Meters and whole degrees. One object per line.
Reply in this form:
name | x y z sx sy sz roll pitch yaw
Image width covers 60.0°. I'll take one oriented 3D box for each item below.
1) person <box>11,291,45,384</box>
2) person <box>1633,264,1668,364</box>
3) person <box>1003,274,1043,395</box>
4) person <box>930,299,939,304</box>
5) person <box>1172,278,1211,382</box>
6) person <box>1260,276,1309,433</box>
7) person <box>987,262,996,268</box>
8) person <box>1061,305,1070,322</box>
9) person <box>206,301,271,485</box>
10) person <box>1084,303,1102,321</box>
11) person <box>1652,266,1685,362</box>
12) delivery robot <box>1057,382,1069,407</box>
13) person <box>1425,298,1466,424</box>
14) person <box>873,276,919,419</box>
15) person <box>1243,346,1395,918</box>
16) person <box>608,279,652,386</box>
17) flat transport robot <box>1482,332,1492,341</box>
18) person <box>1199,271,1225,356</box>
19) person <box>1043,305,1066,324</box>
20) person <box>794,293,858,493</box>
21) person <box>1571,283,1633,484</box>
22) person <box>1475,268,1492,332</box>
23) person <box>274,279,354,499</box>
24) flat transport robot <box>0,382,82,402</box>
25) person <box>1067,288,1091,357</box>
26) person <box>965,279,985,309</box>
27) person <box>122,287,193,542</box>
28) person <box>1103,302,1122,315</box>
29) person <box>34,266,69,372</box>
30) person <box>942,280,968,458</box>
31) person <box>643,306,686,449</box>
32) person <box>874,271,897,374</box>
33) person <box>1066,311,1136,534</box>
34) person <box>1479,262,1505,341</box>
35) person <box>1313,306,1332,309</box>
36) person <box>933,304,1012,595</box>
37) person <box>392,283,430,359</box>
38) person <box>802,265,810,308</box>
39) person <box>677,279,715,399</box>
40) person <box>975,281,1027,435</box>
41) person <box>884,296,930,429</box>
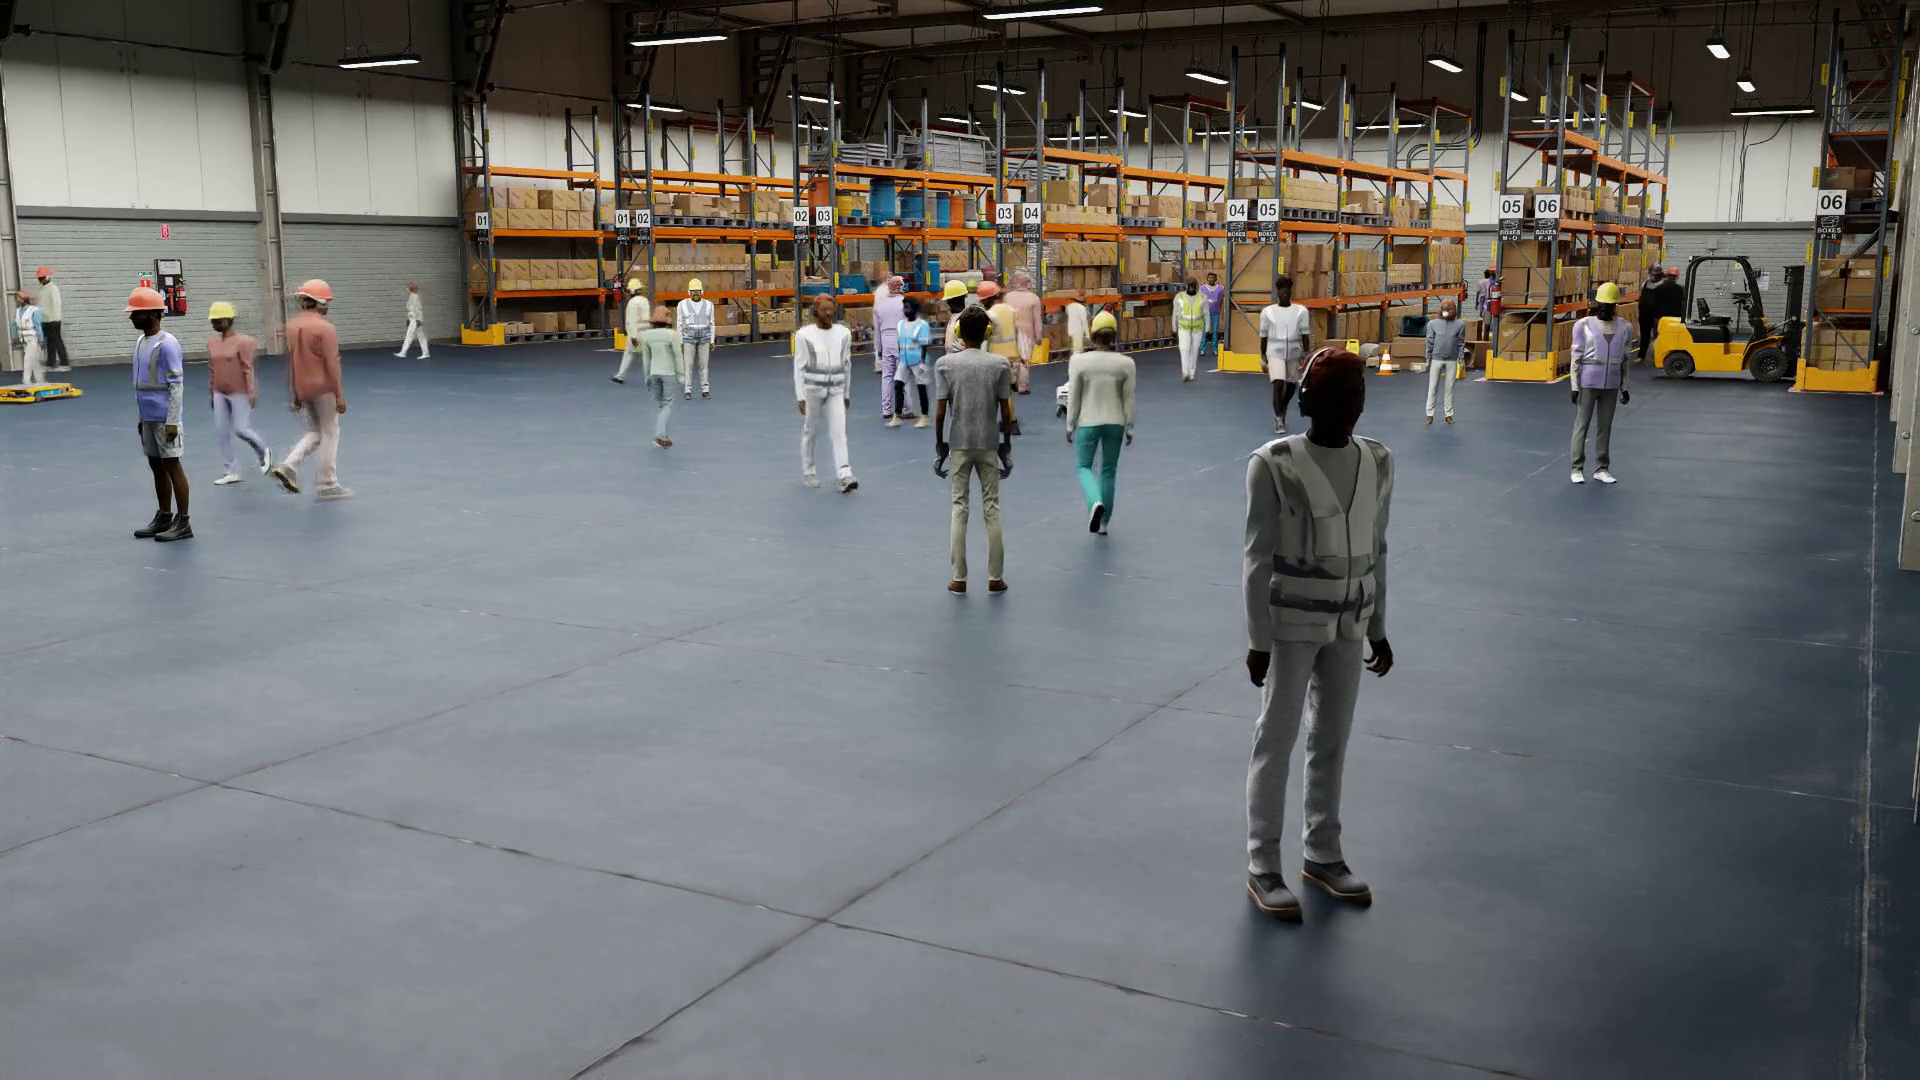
person | -14.985 -3.162 26.608 0.541 1.608 0.754 4 11 25
person | 13.987 -4.567 33.576 0.536 2.000 0.678 -8 13 -40
person | 1.005 -3.230 26.181 0.670 1.888 0.463 5 11 28
person | -0.725 -7.842 53.355 0.697 1.839 0.557 -6 12 -33
person | 4.019 -3.635 28.849 0.651 1.790 0.947 0 10 2
person | 4.025 -2.319 20.714 0.607 1.940 0.860 0 10 -1
person | 1.047 -7.835 52.898 0.663 1.963 1.081 -7 12 -35
person | 2.717 -5.813 41.173 0.354 1.937 0.637 -8 13 -40
person | -6.956 -1.415 15.962 0.535 1.746 0.533 3 10 18
person | 3.633 -6.460 45.109 0.629 1.901 1.000 4 11 24
person | 14.154 -4.477 33.226 0.578 1.975 0.624 -9 14 -44
delivery robot | 1.579 -2.002 22.630 0.477 0.478 0.707 4 10 22
person | 6.296 -2.318 21.597 0.501 1.633 0.289 2 10 9
person | -0.832 -2.572 22.287 0.639 1.910 0.407 5 11 27
person | 1.194 0.302 5.537 0.574 1.882 0.358 -5 11 -25
person | -5.449 -3.457 27.819 0.932 1.778 0.623 4 10 21
flat transport robot | 13.509 -5.204 42.479 0.652 0.197 1.431 3 10 15
person | 5.481 -4.935 36.312 0.569 1.840 0.374 0 10 2
person | 2.274 -5.432 39.711 0.538 1.672 0.610 6 11 31
person | -1.251 -1.354 15.392 0.598 1.824 0.998 -4 11 -24
person | 6.147 -1.498 15.951 0.589 1.923 0.383 -1 10 -3
person | 14.048 -6.326 44.456 0.537 1.849 0.554 2 10 14
person | -5.776 -1.332 14.848 0.615 1.977 0.557 8 12 39
flat transport robot | -14.006 -2.234 25.090 0.652 0.197 1.431 1 10 6
person | 2.106 -3.540 28.787 0.526 1.615 0.539 -4 11 -23
person | 0.266 -4.337 33.133 0.494 1.725 0.644 -2 10 -12
person | -6.155 -0.956 12.737 0.548 1.938 0.358 7 12 37
person | 4.000 -6.125 43.525 0.522 1.762 0.320 -1 10 -6
person | -17.165 -4.165 31.361 0.622 1.992 0.391 7 12 35
person | -0.010 -1.833 17.929 0.382 1.918 0.585 -3 10 -16
person | -3.394 -1.830 18.847 0.518 1.619 0.681 4 11 24
person | -1.270 -4.009 30.749 0.689 1.883 0.680 -4 10 -22
person | 1.099 -0.888 12.860 0.540 1.751 0.532 -1 10 -5
person | 11.741 -5.089 36.629 0.607 2.044 0.372 7 12 36
person | 9.078 -5.931 42.048 0.665 1.874 0.838 7 12 34
person | 0.081 -0.574 10.701 0.513 1.872 0.331 0 10 0
person | -11.649 -4.629 35.198 0.823 1.595 0.547 -4 10 -22
person | -4.417 -7.051 48.509 0.630 1.905 0.454 7 12 35
person | -4.015 -3.055 25.333 0.588 1.833 0.404 -3 10 -19
person | 0.468 -2.215 20.284 0.649 1.872 0.634 9 13 42
person | -0.648 -2.209 20.829 0.551 1.665 0.745 7 12 36
